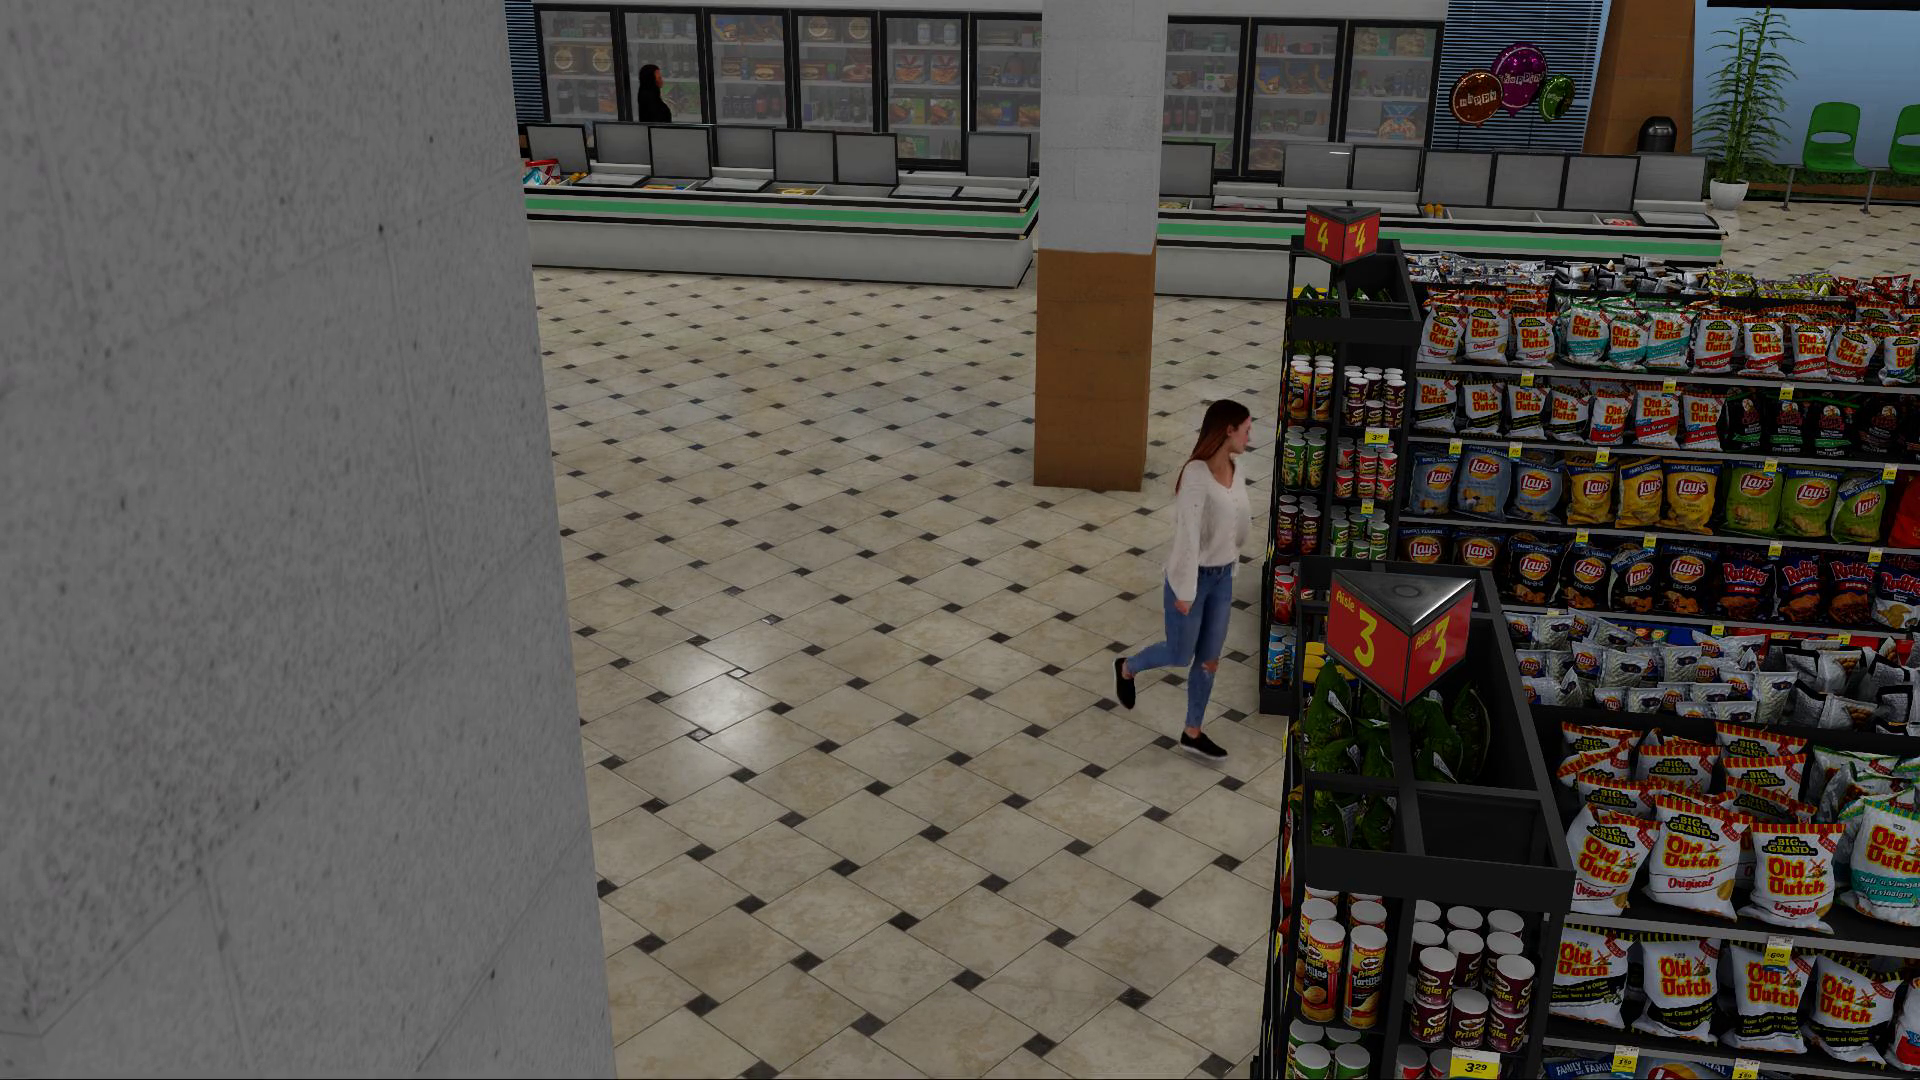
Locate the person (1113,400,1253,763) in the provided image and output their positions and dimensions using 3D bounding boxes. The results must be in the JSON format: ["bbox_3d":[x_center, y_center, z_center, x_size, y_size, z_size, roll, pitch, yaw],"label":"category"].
[{"bbox_3d":[1.019,0.177,7.536,0.944,1.662,1.042,-19,30,-36],"label":"person"}]

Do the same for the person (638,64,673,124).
[{"bbox_3d":[-3.249,-4.194,17.582,0.789,1.616,0.761,-8,25,-18],"label":"person"}]
